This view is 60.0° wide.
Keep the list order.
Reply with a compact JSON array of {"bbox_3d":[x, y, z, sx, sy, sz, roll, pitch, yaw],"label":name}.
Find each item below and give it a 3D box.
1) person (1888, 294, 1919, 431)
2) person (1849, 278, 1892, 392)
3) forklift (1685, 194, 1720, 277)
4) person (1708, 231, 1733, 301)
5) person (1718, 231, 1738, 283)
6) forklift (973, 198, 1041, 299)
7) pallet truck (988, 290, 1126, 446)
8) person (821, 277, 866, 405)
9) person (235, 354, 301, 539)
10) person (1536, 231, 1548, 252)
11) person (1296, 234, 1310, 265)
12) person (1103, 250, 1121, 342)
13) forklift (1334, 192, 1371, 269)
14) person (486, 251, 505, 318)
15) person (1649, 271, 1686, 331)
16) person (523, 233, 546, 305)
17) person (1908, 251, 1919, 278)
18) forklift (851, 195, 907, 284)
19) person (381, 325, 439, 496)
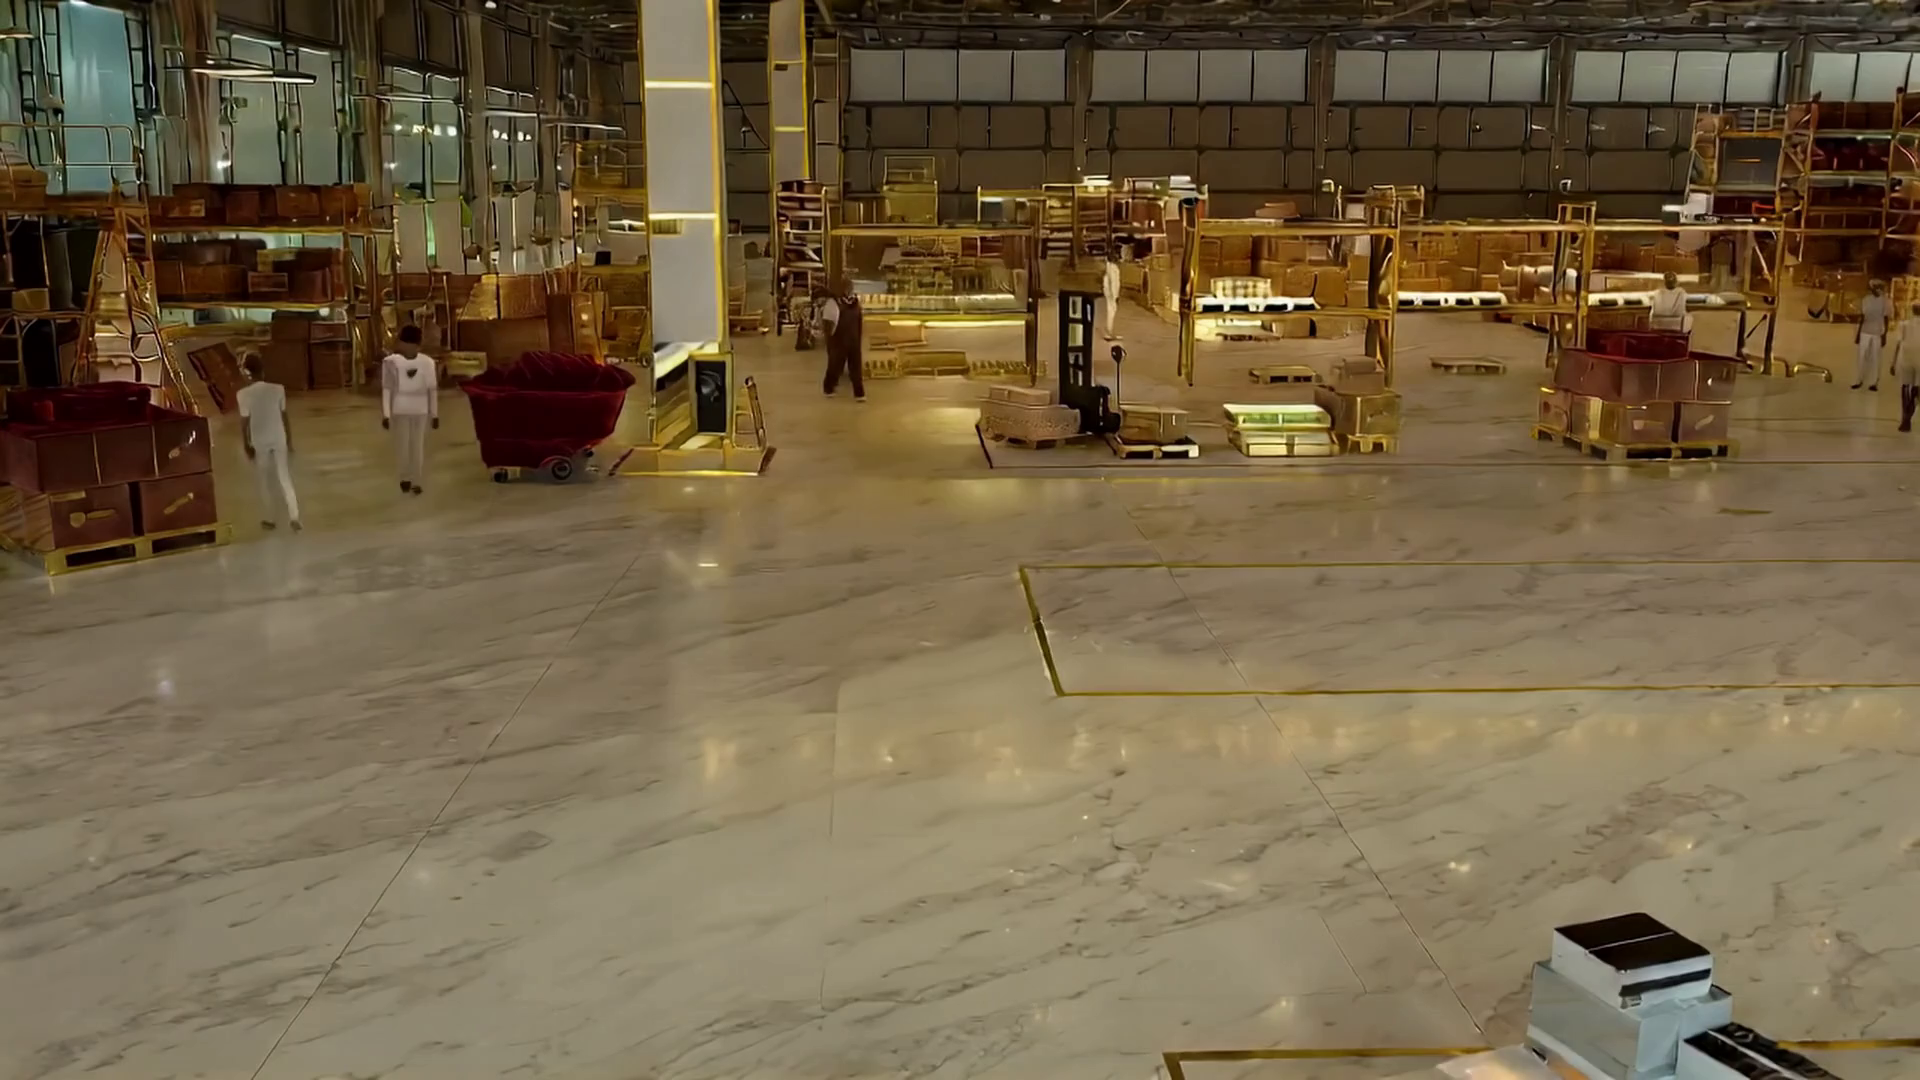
[{"bbox_3d":[13.295,-2.479,23.199,0.567,1.881,1.011,4,13,18],"label":"person"},{"bbox_3d":[14.927,-3.361,27.230,0.324,1.857,0.530,-7,14,-28],"label":"person"},{"bbox_3d":[24.782,-10.250,56.001,1.873,2.768,1.129,11,17,42],"label":"forklift"},{"bbox_3d":[21.101,-7.600,46.179,0.635,1.937,0.354,8,15,34],"label":"person"},{"bbox_3d":[24.569,-9.163,53.156,0.629,1.972,0.679,-3,13,-15],"label":"person"},{"bbox_3d":[1.312,-8.192,46.706,1.873,2.768,1.129,0,12,-2],"label":"forklift"},{"bbox_3d":[1.257,-2.299,22.111,1.885,1.965,0.823,-9,15,-35],"label":"pallet truck"},{"bbox_3d":[-1.821,-3.142,25.818,0.727,2.000,0.976,-8,15,-33],"label":"person"},{"bbox_3d":[-6.763,-0.922,16.303,0.547,1.822,0.943,-9,15,-35],"label":"person"},{"bbox_3d":[18.215,-8.836,52.088,0.643,1.787,0.974,-5,14,-23],"label":"person"},{"bbox_3d":[10.018,-8.268,49.225,0.644,1.925,0.502,1,13,6],"label":"person"},{"bbox_3d":[3.218,-5.159,35.157,0.373,1.940,0.627,-1,13,-5],"label":"person"},{"bbox_3d":[14.625,-11.479,61.548,1.129,2.768,1.873,0,12,-2],"label":"forklift"},{"bbox_3d":[-11.455,-6.268,40.872,0.522,1.631,0.324,12,17,43],"label":"person"},{"bbox_3d":[12.106,-3.660,28.512,0.585,1.882,0.344,12,17,43],"label":"person"},{"bbox_3d":[-11.511,-7.335,45.028,0.584,1.918,0.381,-5,13,-20],"label":"person"},{"bbox_3d":[23.510,-6.292,40.928,0.539,1.652,0.885,-3,13,-12],"label":"person"},{"bbox_3d":[-2.728,-9.625,53.179,1.873,2.768,1.129,-7,14,-28],"label":"forklift"},{"bbox_3d":[-6.053,-1.423,18.356,0.612,1.905,0.431,-7,14,-29],"label":"person"}]
